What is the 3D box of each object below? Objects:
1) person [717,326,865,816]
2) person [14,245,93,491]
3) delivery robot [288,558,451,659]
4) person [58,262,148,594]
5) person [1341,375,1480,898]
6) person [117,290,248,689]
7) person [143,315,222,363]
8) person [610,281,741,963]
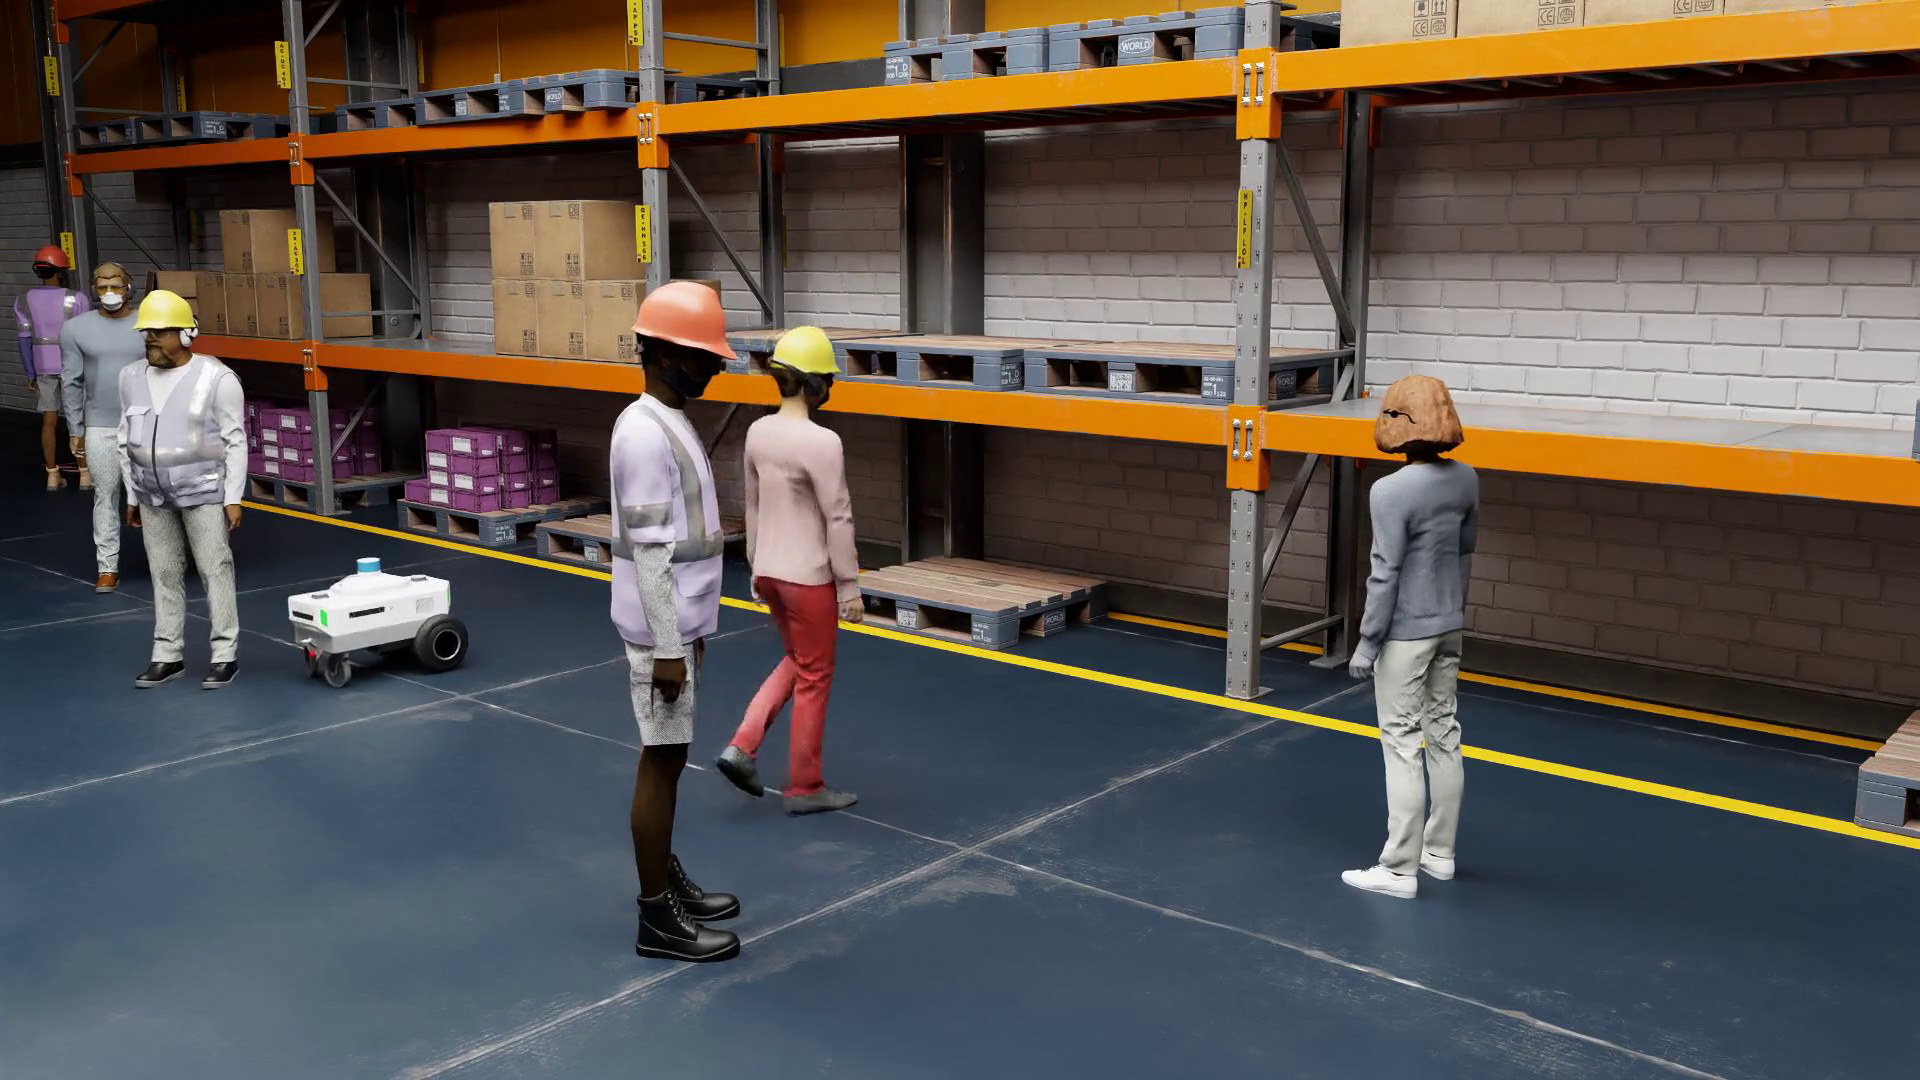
[{"bbox_3d":[-0.576,0.128,5.862,0.407,1.753,0.532,-7,12,-37],"label":"person"},{"bbox_3d":[-7.516,-1.429,13.910,0.608,2.044,0.372,-1,10,-6],"label":"person"},{"bbox_3d":[-2.787,0.329,7.871,0.477,0.478,0.707,8,13,39],"label":"delivery robot"},{"bbox_3d":[-4.939,-0.659,9.826,0.630,1.940,0.372,-5,11,-26],"label":"person"},{"bbox_3d":[1.416,0.303,5.213,0.499,1.634,0.278,-8,13,-39],"label":"person"},{"bbox_3d":[-3.570,-0.222,7.632,0.591,1.834,0.404,1,10,6],"label":"person"},{"bbox_3d":[-4.578,-0.541,9.844,0.316,1.696,0.540,8,13,40],"label":"person"},{"bbox_3d":[-0.807,0.232,4.781,0.372,1.928,0.543,-1,10,-5],"label":"person"}]
